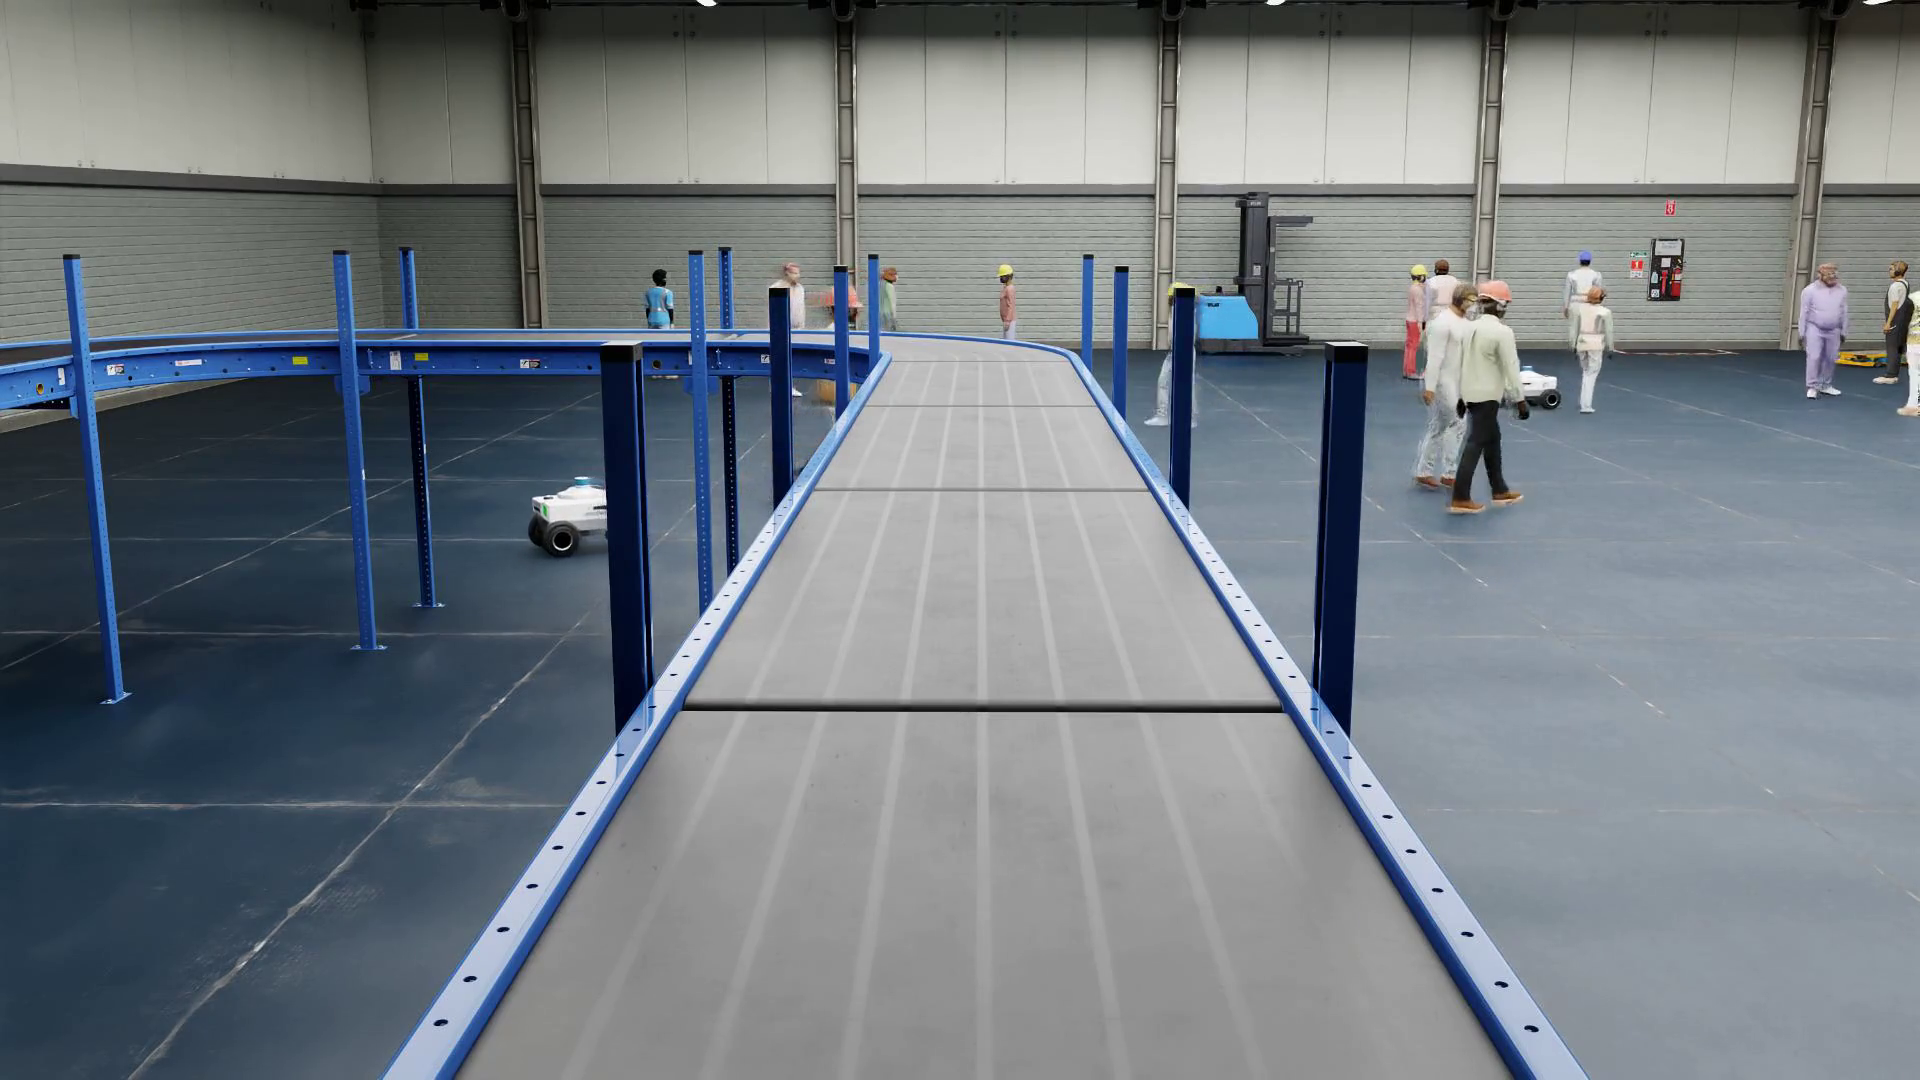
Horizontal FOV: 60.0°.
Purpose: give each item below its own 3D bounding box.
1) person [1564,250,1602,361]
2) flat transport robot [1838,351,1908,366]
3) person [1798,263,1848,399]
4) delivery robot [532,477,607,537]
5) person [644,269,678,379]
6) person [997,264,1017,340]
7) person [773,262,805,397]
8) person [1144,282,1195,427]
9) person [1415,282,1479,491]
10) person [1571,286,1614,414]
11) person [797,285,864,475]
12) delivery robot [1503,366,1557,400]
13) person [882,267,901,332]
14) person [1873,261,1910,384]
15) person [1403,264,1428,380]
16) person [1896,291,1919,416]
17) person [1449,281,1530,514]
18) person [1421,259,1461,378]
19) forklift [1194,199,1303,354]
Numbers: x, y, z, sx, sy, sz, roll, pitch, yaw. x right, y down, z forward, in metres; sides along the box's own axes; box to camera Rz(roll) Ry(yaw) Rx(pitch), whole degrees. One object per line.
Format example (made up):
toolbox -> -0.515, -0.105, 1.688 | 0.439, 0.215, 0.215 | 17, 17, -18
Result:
person -> 10.831, -4.072, 28.944 | 0.613, 1.926, 0.624 | 3, 11, 15
flat transport robot -> 15.631, -3.104, 28.347 | 1.431, 0.197, 0.652 | -4, 12, -19
person -> 11.977, -2.903, 23.122 | 0.699, 1.873, 0.499 | 0, 11, -1
delivery robot -> -2.863, -0.235, 12.632 | 0.707, 0.478, 0.477 | -6, 12, -28
person -> -4.654, -3.352, 25.826 | 0.536, 1.699, 0.322 | 6, 12, 28
person -> 0.735, -3.419, 26.022 | 0.320, 1.763, 0.522 | 0, 11, -3
person -> -2.479, -2.980, 23.472 | 0.711, 1.879, 0.677 | 8, 14, 37
person -> 2.504, -2.186, 19.760 | 0.711, 1.717, 0.507 | -4, 12, -20
person -> 4.533, -1.386, 15.208 | 0.736, 1.900, 0.666 | 7, 13, 33
person -> 8.158, -2.443, 21.355 | 0.568, 1.619, 0.538 | -8, 13, -35
person -> -1.098, -1.259, 14.514 | 0.565, 1.917, 0.551 | 1, 11, 3
delivery robot -> 7.494, -2.053, 21.974 | 0.707, 0.478, 0.477 | -1, 11, -7
person -> -1.168, -3.946, 29.078 | 0.565, 1.615, 0.531 | -2, 11, -9
person -> 14.093, -3.285, 25.112 | 0.345, 1.847, 0.506 | 10, 15, 43
person -> 7.058, -3.370, 25.746 | 0.305, 1.772, 0.525 | 0, 11, 0
person -> 12.319, -2.504, 21.254 | 0.656, 1.794, 0.737 | 0, 11, 1
person -> 4.580, -1.210, 14.153 | 0.928, 1.950, 0.634 | -3, 11, -14
person -> 7.463, -3.439, 25.914 | 0.623, 1.844, 0.429 | -2, 11, -10
forklift -> 5.313, -4.851, 30.603 | 1.873, 2.768, 1.129 | 0, 11, 1
